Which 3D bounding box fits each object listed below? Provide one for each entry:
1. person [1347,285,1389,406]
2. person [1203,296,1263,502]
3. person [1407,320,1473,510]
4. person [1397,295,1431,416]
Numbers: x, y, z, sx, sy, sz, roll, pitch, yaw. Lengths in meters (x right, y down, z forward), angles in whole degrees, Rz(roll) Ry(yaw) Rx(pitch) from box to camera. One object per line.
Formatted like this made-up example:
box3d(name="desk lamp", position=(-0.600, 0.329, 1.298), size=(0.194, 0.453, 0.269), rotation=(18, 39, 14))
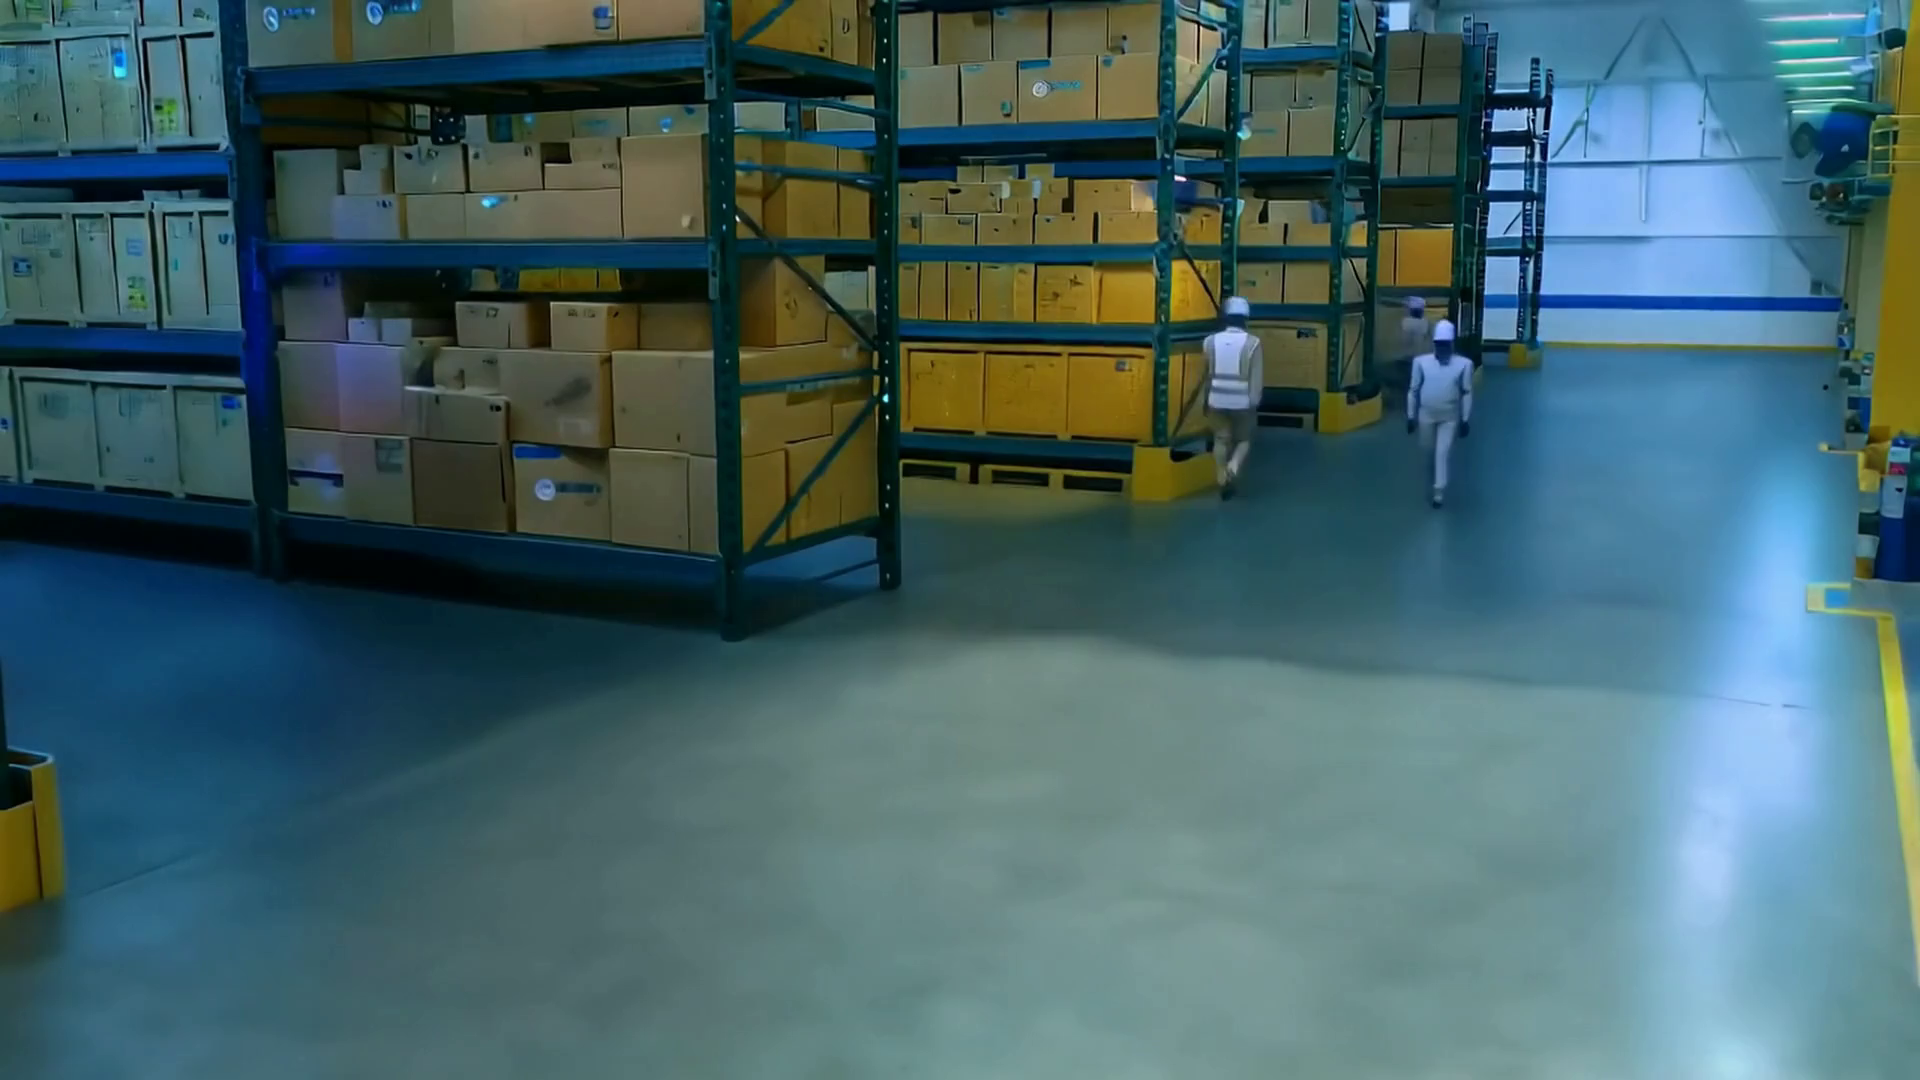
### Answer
box3d(name="person", position=(6.118, -2.959, 25.346), size=(0.951, 1.848, 0.755), rotation=(7, 12, 34))
box3d(name="person", position=(2.541, -1.299, 15.528), size=(0.612, 1.933, 0.446), rotation=(6, 12, 32))
box3d(name="person", position=(4.437, -1.175, 15.383), size=(0.564, 1.724, 0.810), rotation=(4, 11, 24))
box3d(name="person", position=(6.506, -2.618, 23.689), size=(0.621, 1.734, 0.361), rotation=(-7, 12, -36))
